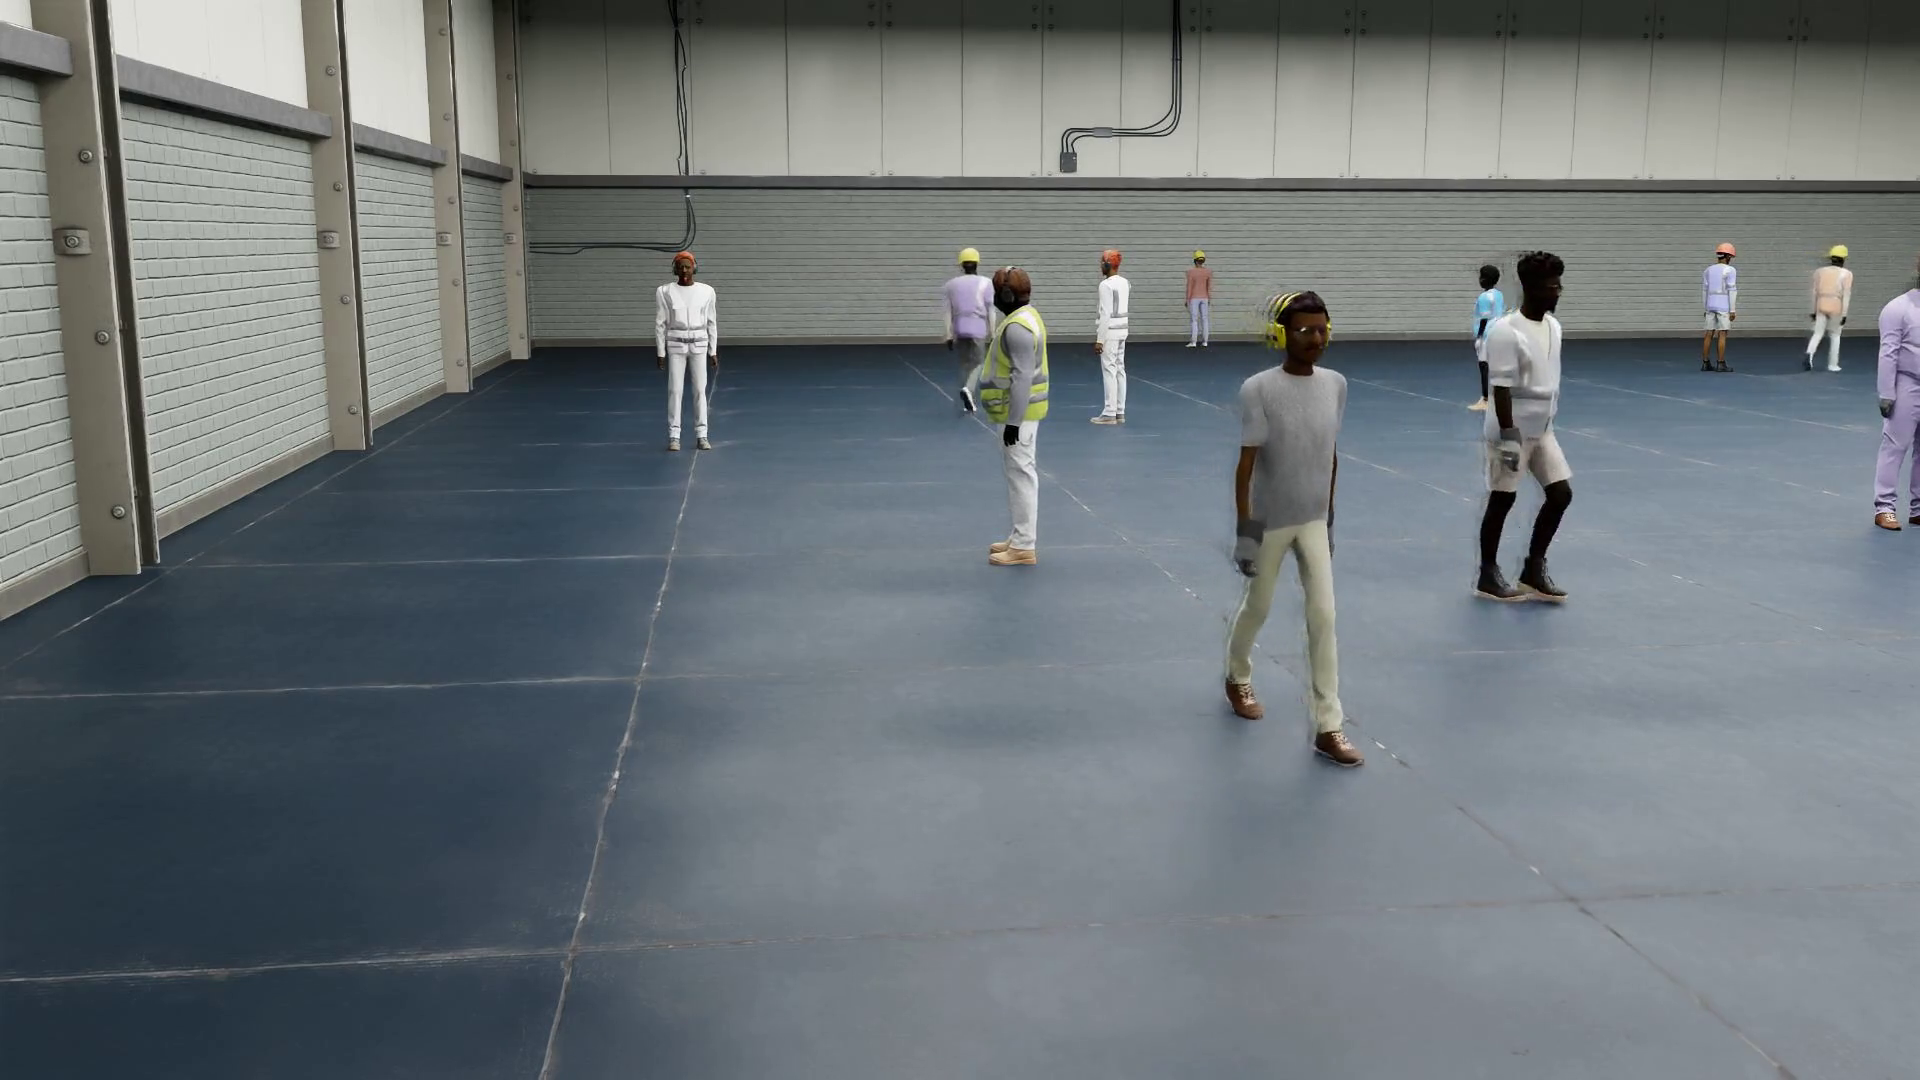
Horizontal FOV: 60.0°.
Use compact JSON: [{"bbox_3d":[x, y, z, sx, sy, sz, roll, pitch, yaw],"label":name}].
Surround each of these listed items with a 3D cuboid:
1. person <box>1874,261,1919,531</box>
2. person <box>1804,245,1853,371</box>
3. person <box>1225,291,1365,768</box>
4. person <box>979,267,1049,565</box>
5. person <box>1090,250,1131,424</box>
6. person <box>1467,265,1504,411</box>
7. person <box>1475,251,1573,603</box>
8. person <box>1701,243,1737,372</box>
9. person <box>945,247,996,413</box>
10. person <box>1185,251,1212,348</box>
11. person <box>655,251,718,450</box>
[{"bbox_3d":[6.673,-1.019,11.517,0.639,1.913,0.409,-2,10,-8],"label":"person"},{"bbox_3d":[13.023,-3.467,24.944,0.759,1.907,0.587,-8,13,-38],"label":"person"},{"bbox_3d":[1.300,-0.085,6.676,0.530,1.825,0.992,-3,11,-18],"label":"person"},{"bbox_3d":[0.335,-0.767,10.332,0.430,1.840,0.625,1,10,6],"label":"person"},{"bbox_3d":[1.636,-2.191,18.028,0.352,1.878,0.580,6,12,30],"label":"person"},{"bbox_3d":[6.134,-2.344,19.365,0.319,1.698,0.532,7,13,35],"label":"person"},{"bbox_3d":[3.148,-0.595,9.100,0.640,1.940,0.654,-8,13,-37],"label":"person"},{"bbox_3d":[11.402,-3.480,24.943,0.366,1.935,0.543,-5,12,-28],"label":"person"},{"bbox_3d":[0.100,-2.383,18.998,0.608,1.908,0.602,4,11,22],"label":"person"},{"bbox_3d":[4.365,-4.410,30.504,0.533,1.768,0.310,-4,11,-23],"label":"person"},{"bbox_3d":[-2.596,-1.791,15.822,0.584,1.882,0.344,-3,11,-15],"label":"person"}]
